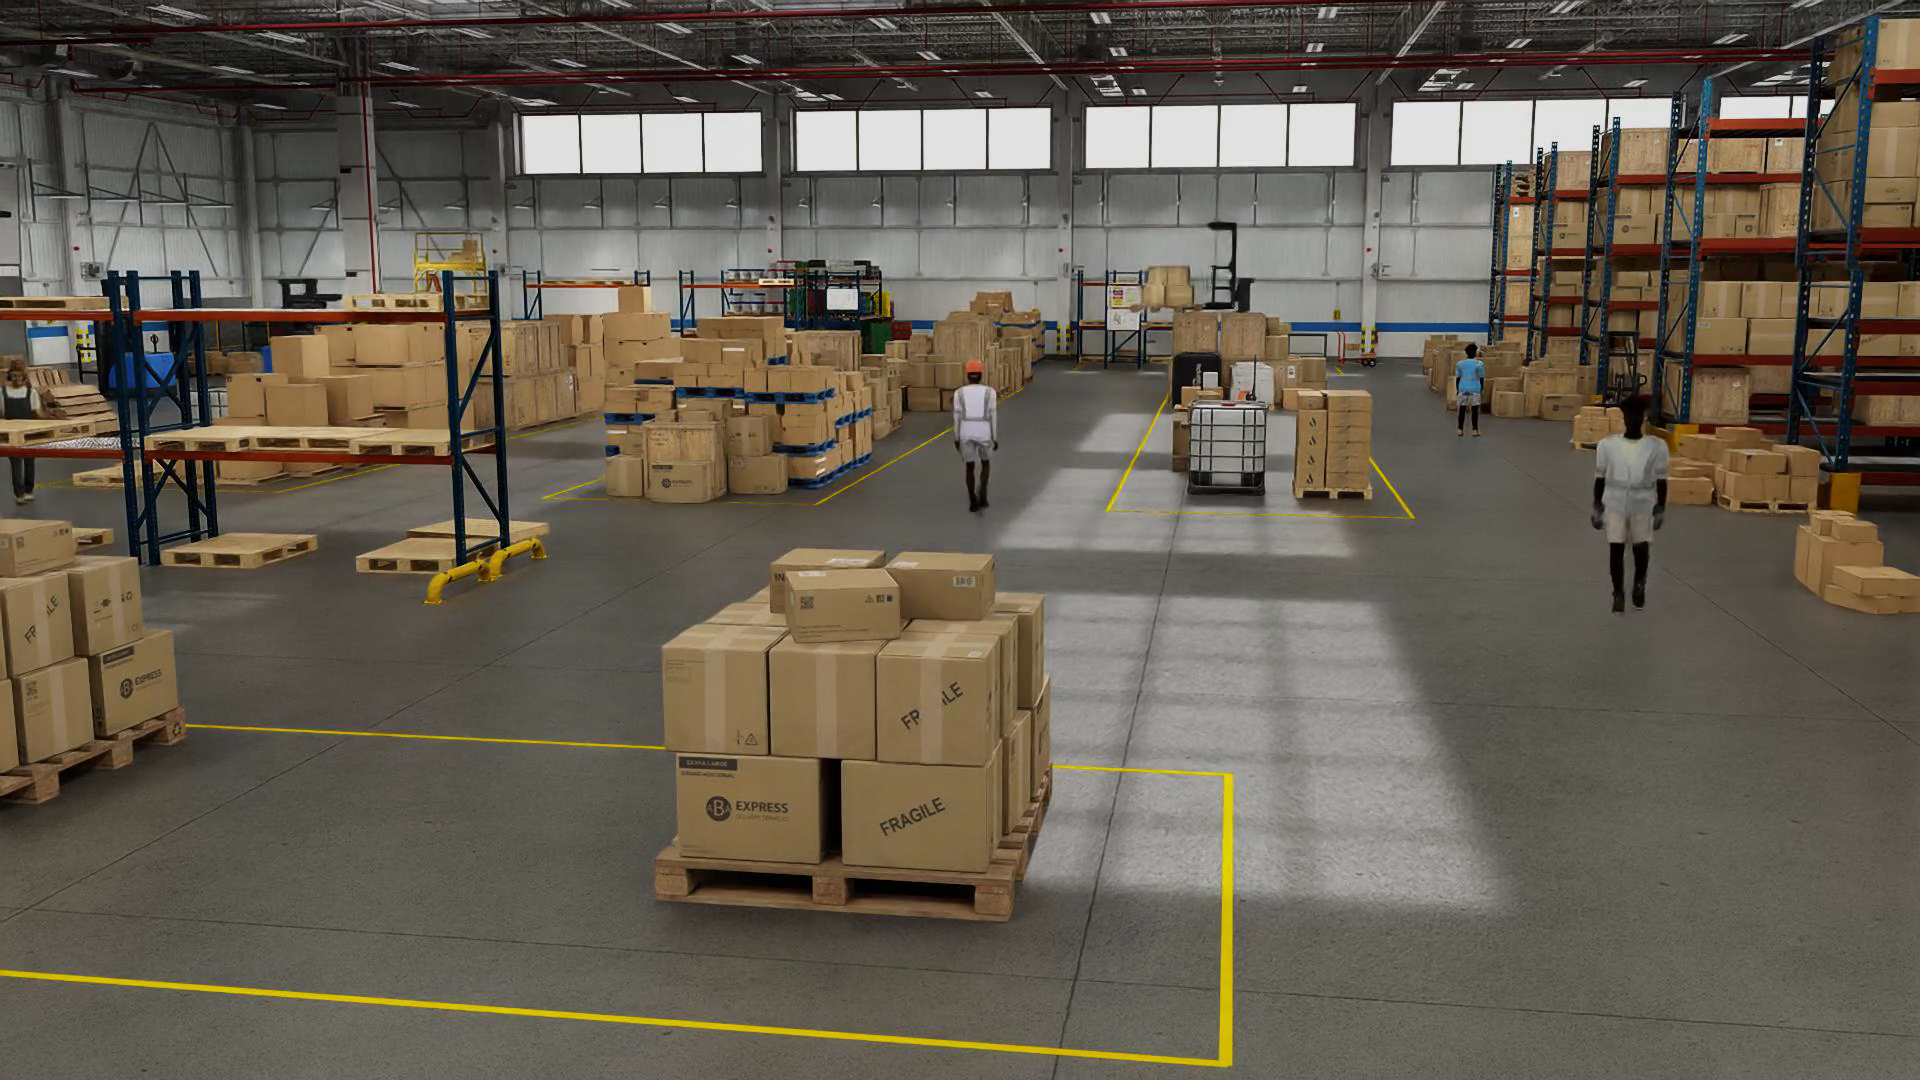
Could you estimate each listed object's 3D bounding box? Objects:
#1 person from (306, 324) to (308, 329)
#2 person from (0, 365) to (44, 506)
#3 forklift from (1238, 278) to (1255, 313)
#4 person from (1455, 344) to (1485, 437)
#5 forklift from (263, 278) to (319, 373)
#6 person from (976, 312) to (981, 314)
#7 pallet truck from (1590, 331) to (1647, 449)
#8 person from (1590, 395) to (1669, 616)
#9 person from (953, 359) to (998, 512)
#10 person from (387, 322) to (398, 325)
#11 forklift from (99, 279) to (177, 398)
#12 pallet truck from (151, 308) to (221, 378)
[{"bbox_3d":[-17.317,-4.977,44.425,0.524,1.639,0.306,4,10,25],"label":"person"},{"bbox_3d":[-12.249,-1.377,21.691,0.529,1.818,0.795,-6,11,-32],"label":"person"},{"bbox_3d":[7.771,-5.765,45.470,1.873,2.768,1.129,1,9,9],"label":"forklift"},{"bbox_3d":[9.321,-2.732,30.401,0.533,1.699,0.318,5,11,30],"label":"person"},{"bbox_3d":[-16.879,-5.303,42.619,1.873,2.768,1.129,5,10,28],"label":"forklift"},{"bbox_3d":[0.592,-5.368,46.090,0.941,1.887,0.603,-2,9,-11],"label":"person"},{"bbox_3d":[11.253,-2.573,28.499,0.823,1.965,1.885,5,10,27],"label":"pallet truck"},{"bbox_3d":[5.863,-0.296,14.595,0.609,1.947,0.411,4,10,26],"label":"person"},{"bbox_3d":[0.207,-1.334,21.095,0.581,1.915,0.677,1,9,6],"label":"person"},{"bbox_3d":[-14.537,-4.842,42.697,0.654,1.926,0.440,4,10,26],"label":"person"},{"bbox_3d":[-19.606,-4.720,39.027,1.873,2.768,1.129,1,9,9],"label":"forklift"},{"bbox_3d":[-21.869,-5.598,47.154,0.823,1.965,1.885,4,10,26],"label":"pallet truck"}]
